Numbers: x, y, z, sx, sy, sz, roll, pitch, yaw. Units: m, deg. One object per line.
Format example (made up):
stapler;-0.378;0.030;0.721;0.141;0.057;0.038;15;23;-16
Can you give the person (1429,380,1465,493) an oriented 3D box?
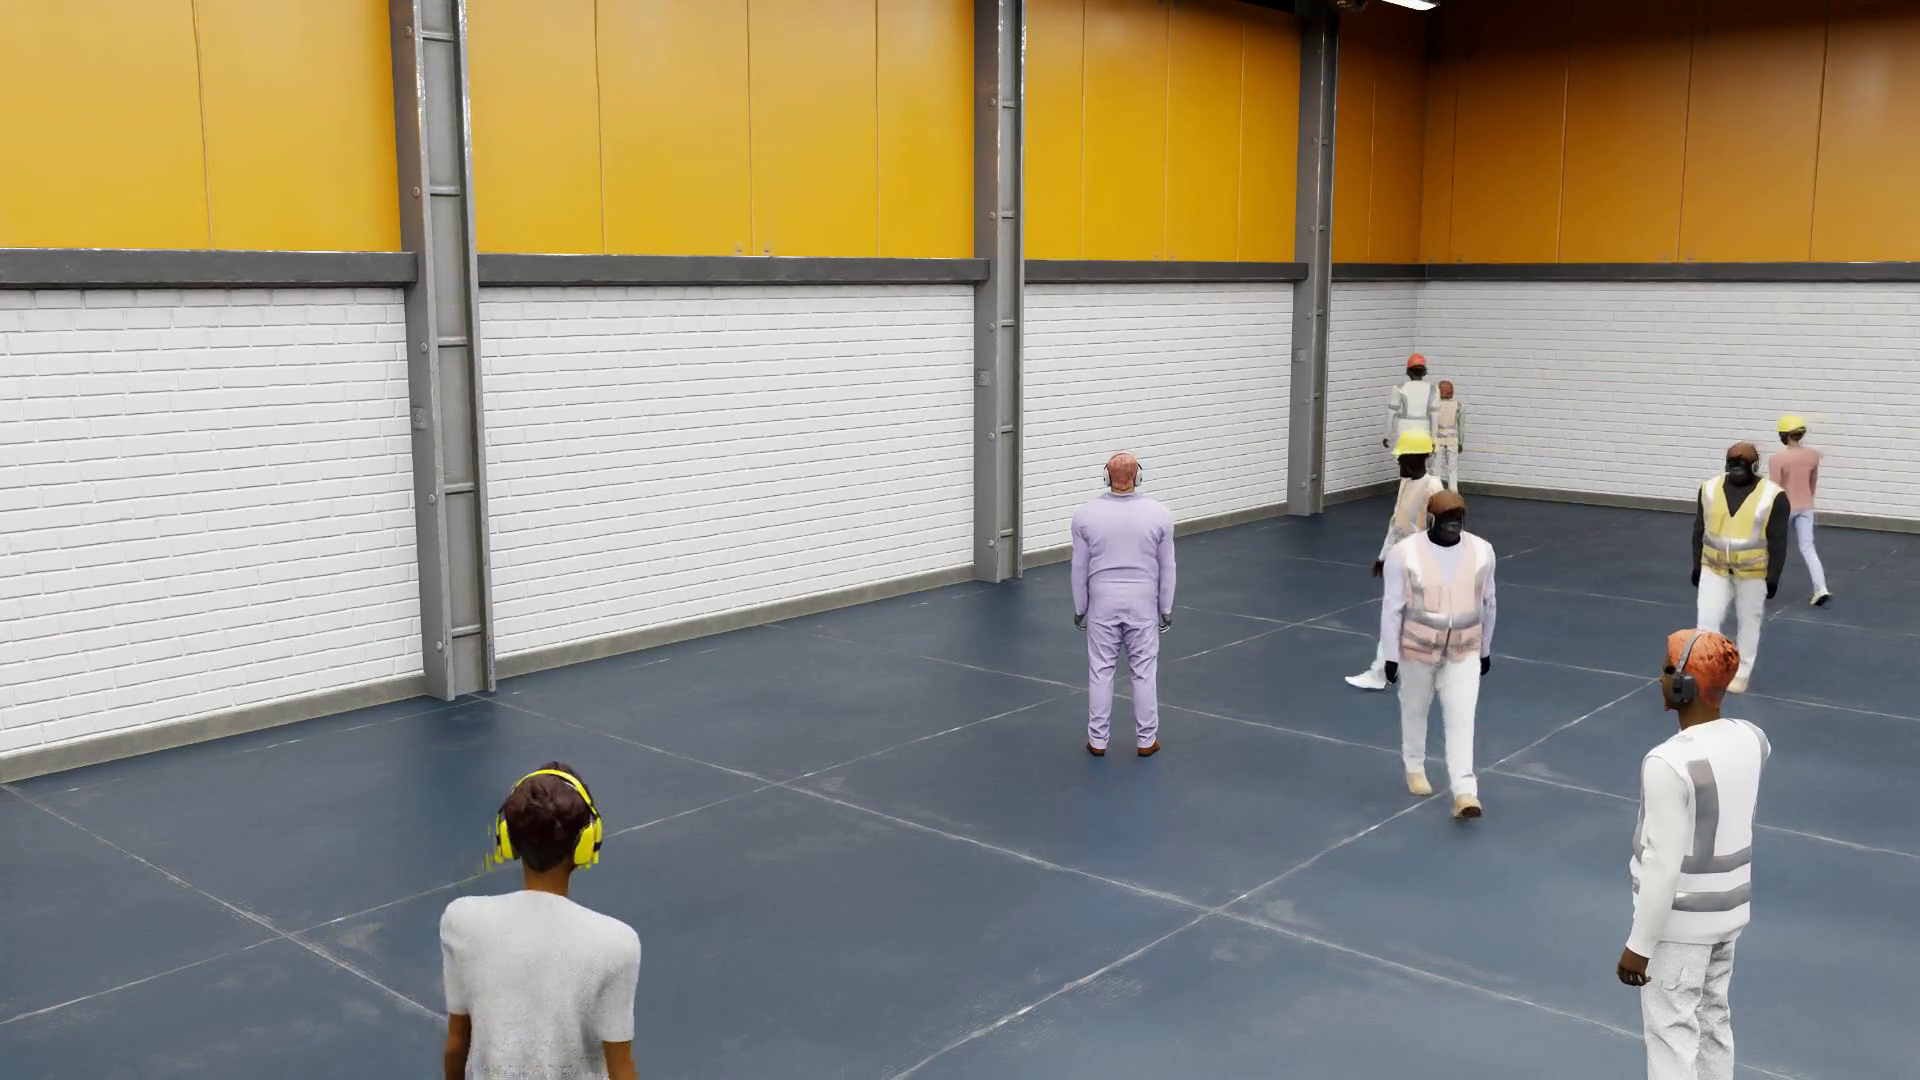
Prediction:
person;6.182;-1.215;21.248;0.522;1.638;0.310;0;9;2

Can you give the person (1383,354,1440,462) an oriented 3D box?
person;5.668;-1.326;20.851;0.632;1.992;1.056;0;9;1

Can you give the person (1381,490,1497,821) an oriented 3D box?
person;2.664;0.622;9.211;0.653;1.792;0.970;0;9;3

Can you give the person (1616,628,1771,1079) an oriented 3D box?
person;2.297;1.207;5.278;0.574;1.883;0.356;-7;12;-38

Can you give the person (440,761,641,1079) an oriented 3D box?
person;-0.998;1.446;3.880;0.535;1.854;0.679;1;9;7

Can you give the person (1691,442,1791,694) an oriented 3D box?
person;5.393;0.231;11.635;0.660;1.803;0.899;8;12;41

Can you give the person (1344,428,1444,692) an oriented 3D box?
person;3.144;0.151;11.887;0.911;1.889;0.598;0;9;0

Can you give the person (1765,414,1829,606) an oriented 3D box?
person;7.589;-0.282;15.107;0.530;1.727;0.881;-1;9;-8

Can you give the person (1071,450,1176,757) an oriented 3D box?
person;1.006;0.396;10.276;0.642;1.913;0.409;1;9;6
